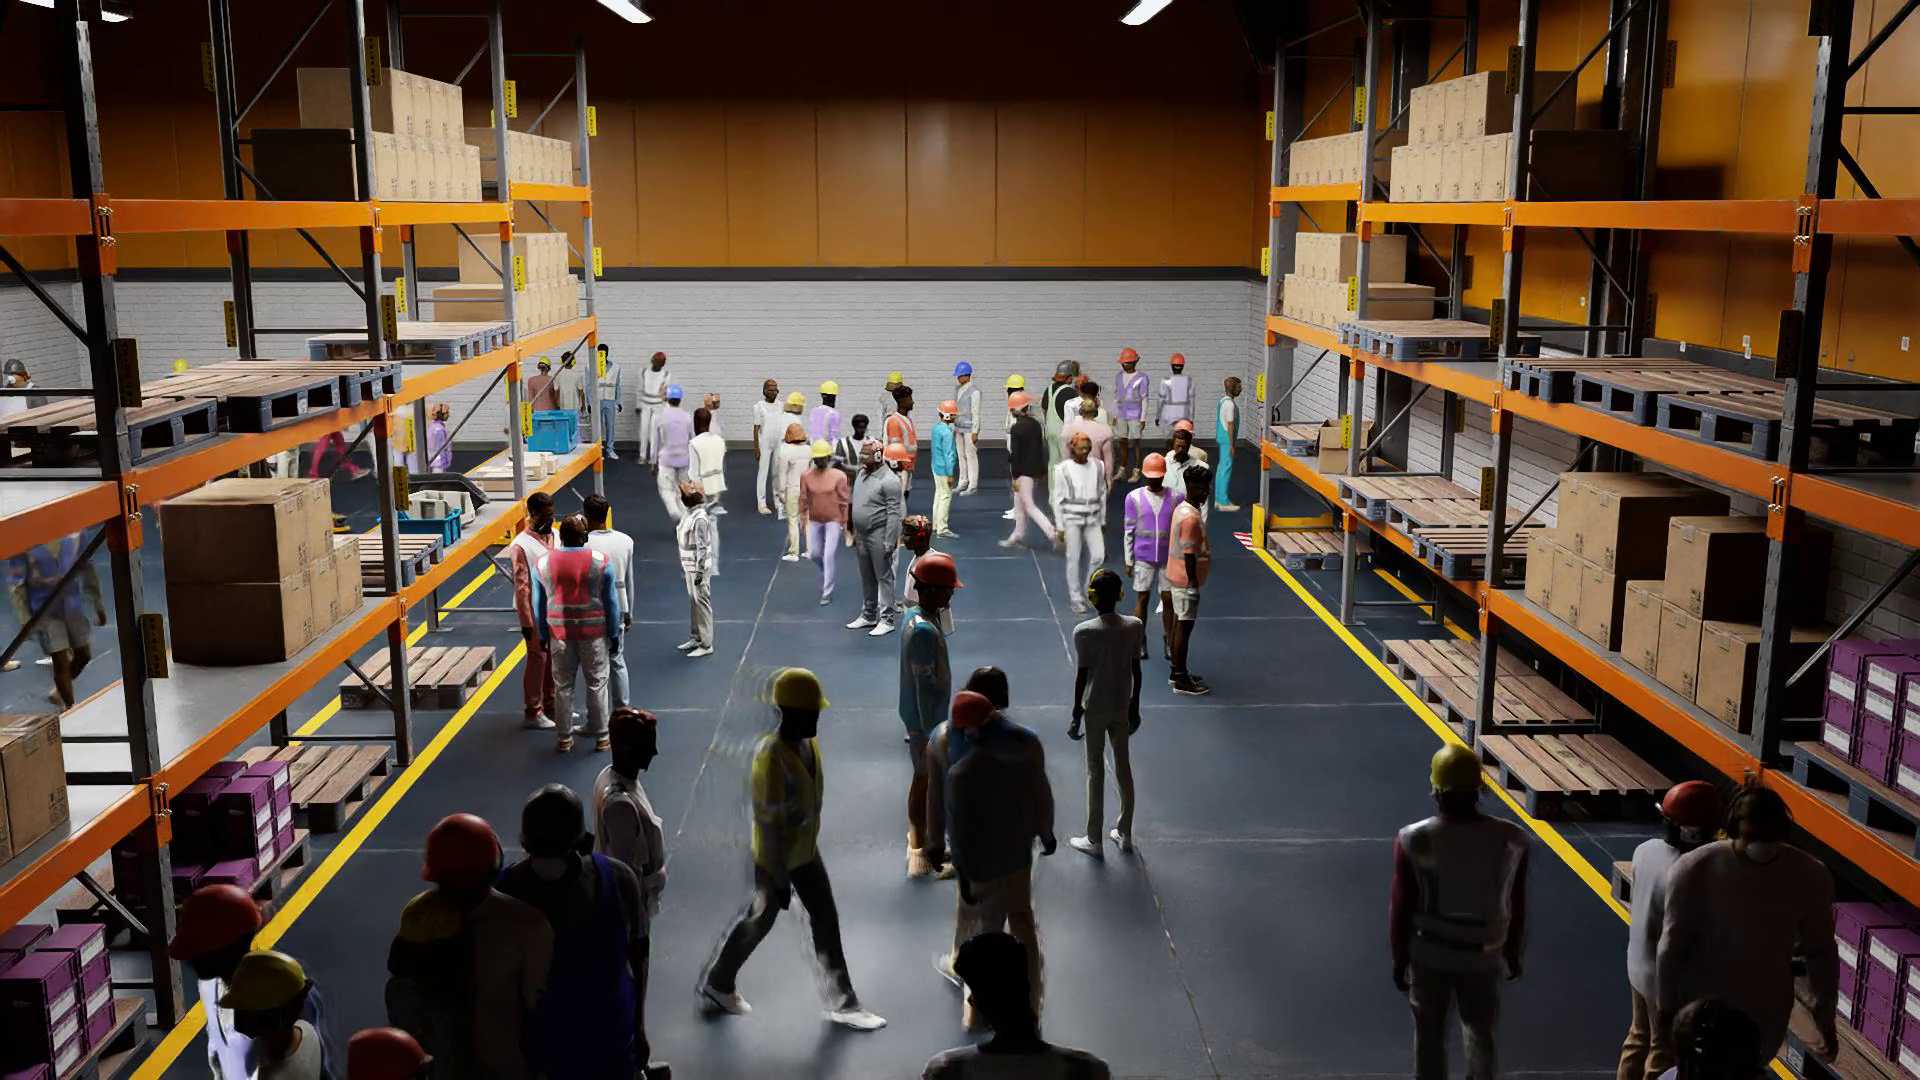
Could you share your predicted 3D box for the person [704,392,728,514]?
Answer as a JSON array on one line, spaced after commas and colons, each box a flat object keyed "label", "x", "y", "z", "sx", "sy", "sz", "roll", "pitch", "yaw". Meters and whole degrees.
[{"label": "person", "x": -3.336, "y": -1.177, "z": 22.531, "sx": 0.307, "sy": 1.644, "sz": 0.522, "roll": -3, "pitch": 12, "yaw": -16}]

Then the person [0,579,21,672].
[{"label": "person", "x": -8.707, "y": 0.275, "z": 14.759, "sx": 0.506, "sy": 1.841, "sz": 0.346, "roll": 6, "pitch": 13, "yaw": 27}]

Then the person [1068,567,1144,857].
[{"label": "person", "x": 0.925, "y": 1.092, "z": 10.606, "sx": 0.507, "sy": 1.865, "sz": 0.329, "roll": -5, "pitch": 12, "yaw": -24}]

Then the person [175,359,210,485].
[{"label": "person", "x": -11.388, "y": -1.711, "z": 24.523, "sx": 0.590, "sy": 1.917, "sz": 0.391, "roll": -5, "pitch": 12, "yaw": -24}]

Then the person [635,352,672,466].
[{"label": "person", "x": -4.928, "y": -2.096, "z": 26.655, "sx": 0.660, "sy": 1.832, "sz": 0.692, "roll": 1, "pitch": 11, "yaw": 3}]

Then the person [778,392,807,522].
[{"label": "person", "x": -2.200, "y": -1.096, "z": 21.931, "sx": 0.363, "sy": 1.727, "sz": 0.552, "roll": -8, "pitch": 14, "yaw": -35}]

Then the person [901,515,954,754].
[{"label": "person", "x": -0.243, "y": 0.712, "z": 12.591, "sx": 0.392, "sy": 1.836, "sz": 0.561, "roll": -1, "pitch": 11, "yaw": -7}]

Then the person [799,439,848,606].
[{"label": "person", "x": -1.410, "y": -0.211, "z": 17.409, "sx": 0.536, "sy": 1.750, "sz": 0.531, "roll": 2, "pitch": 12, "yaw": 11}]

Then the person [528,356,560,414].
[{"label": "person", "x": -6.674, "y": -2.078, "z": 26.783, "sx": 0.535, "sy": 1.753, "sz": 0.341, "roll": -1, "pitch": 11, "yaw": -5}]

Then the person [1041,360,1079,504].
[{"label": "person", "x": 1.473, "y": -1.483, "z": 23.067, "sx": 0.537, "sy": 2.000, "sz": 0.675, "roll": -7, "pitch": 13, "yaw": -33}]

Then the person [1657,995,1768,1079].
[{"label": "person", "x": 2.065, "y": 2.213, "z": 4.792, "sx": 0.376, "sy": 1.940, "sz": 0.629, "roll": 7, "pitch": 13, "yaw": 31}]

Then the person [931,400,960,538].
[{"label": "person", "x": -0.176, "y": -0.894, "z": 20.875, "sx": 0.349, "sy": 1.740, "sz": 0.575, "roll": -3, "pitch": 12, "yaw": -17}]

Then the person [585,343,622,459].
[{"label": "person", "x": -5.860, "y": -2.276, "z": 27.363, "sx": 0.590, "sy": 1.916, "sz": 0.398, "roll": -6, "pitch": 13, "yaw": -28}]

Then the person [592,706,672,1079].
[{"label": "person", "x": -1.500, "y": 1.678, "z": 7.606, "sx": 0.356, "sy": 1.887, "sz": 0.572, "roll": -3, "pitch": 12, "yaw": -16}]

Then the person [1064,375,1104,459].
[{"label": "person", "x": 1.662, "y": -1.290, "z": 22.499, "sx": 0.576, "sy": 1.882, "sz": 0.355, "roll": -4, "pitch": 12, "yaw": -19}]

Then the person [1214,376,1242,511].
[{"label": "person", "x": 3.665, "y": -1.317, "z": 22.732, "sx": 0.326, "sy": 1.842, "sz": 0.517, "roll": -1, "pitch": 11, "yaw": -4}]

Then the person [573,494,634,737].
[{"label": "person", "x": -2.791, "y": 0.588, "z": 13.032, "sx": 0.399, "sy": 1.908, "sz": 0.599, "roll": 8, "pitch": 14, "yaw": 36}]

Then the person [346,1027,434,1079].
[{"label": "person", "x": -1.591, "y": 2.271, "z": 5.050, "sx": 0.596, "sy": 1.733, "sz": 0.392, "roll": -9, "pitch": 15, "yaw": -39}]

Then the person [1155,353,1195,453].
[{"label": "person", "x": 3.279, "y": -1.884, "z": 25.364, "sx": 0.563, "sy": 1.931, "sz": 0.425, "roll": -2, "pitch": 11, "yaw": -9}]

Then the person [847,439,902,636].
[{"label": "person", "x": -0.848, "y": -0.032, "z": 16.129, "sx": 0.407, "sy": 1.910, "sz": 0.638, "roll": -9, "pitch": 14, "yaw": -37}]

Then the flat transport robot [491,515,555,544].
[{"label": "flat transport robot", "x": -5.650, "y": -0.174, "z": 20.959, "sx": 0.652, "sy": 0.197, "sz": 1.431, "roll": 1, "pitch": 11, "yaw": 5}]

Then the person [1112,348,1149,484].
[{"label": "person", "x": 2.536, "y": -1.864, "z": 24.993, "sx": 0.605, "sy": 2.036, "sz": 0.393, "roll": 10, "pitch": 15, "yaw": 41}]

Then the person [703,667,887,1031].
[{"label": "person", "x": -0.892, "y": 1.538, "z": 8.354, "sx": 0.990, "sy": 1.880, "sz": 0.605, "roll": 5, "pitch": 12, "yaw": 22}]

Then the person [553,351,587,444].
[{"label": "person", "x": -6.181, "y": -2.063, "z": 26.408, "sx": 0.511, "sy": 1.872, "sz": 0.329, "roll": 0, "pitch": 11, "yaw": 1}]

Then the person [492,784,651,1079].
[{"label": "person", "x": -1.464, "y": 1.879, "z": 6.211, "sx": 0.689, "sy": 2.000, "sz": 0.538, "roll": -7, "pitch": 13, "yaw": -31}]

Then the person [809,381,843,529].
[{"label": "person", "x": -1.698, "y": -1.083, "z": 21.371, "sx": 0.405, "sy": 1.918, "sz": 0.589, "roll": -9, "pitch": 15, "yaw": -39}]

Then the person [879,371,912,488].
[{"label": "person", "x": -0.945, "y": -1.600, "z": 24.406, "sx": 0.487, "sy": 1.744, "sz": 0.297, "roll": 5, "pitch": 12, "yaw": 22}]

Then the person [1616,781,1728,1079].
[{"label": "person", "x": 3.026, "y": 1.857, "z": 7.050, "sx": 0.347, "sy": 1.746, "sz": 0.573, "roll": 0, "pitch": 11, "yaw": 2}]

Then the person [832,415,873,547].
[{"label": "person", "x": -1.266, "y": -0.678, "z": 19.976, "sx": 0.594, "sy": 1.644, "sz": 0.858, "roll": -1, "pitch": 11, "yaw": -6}]

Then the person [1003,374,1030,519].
[{"label": "person", "x": 0.753, "y": -1.241, "z": 22.141, "sx": 0.365, "sy": 1.927, "sz": 0.588, "roll": 2, "pitch": 11, "yaw": 9}]

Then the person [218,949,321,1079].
[{"label": "person", "x": -2.198, "y": 2.171, "z": 5.440, "sx": 0.308, "sy": 1.769, "sz": 0.525, "roll": -3, "pitch": 12, "yaw": -14}]

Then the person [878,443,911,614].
[{"label": "person", "x": -0.673, "y": -0.123, "z": 16.999, "sx": 0.356, "sy": 1.743, "sz": 0.574, "roll": -2, "pitch": 11, "yaw": -9}]
